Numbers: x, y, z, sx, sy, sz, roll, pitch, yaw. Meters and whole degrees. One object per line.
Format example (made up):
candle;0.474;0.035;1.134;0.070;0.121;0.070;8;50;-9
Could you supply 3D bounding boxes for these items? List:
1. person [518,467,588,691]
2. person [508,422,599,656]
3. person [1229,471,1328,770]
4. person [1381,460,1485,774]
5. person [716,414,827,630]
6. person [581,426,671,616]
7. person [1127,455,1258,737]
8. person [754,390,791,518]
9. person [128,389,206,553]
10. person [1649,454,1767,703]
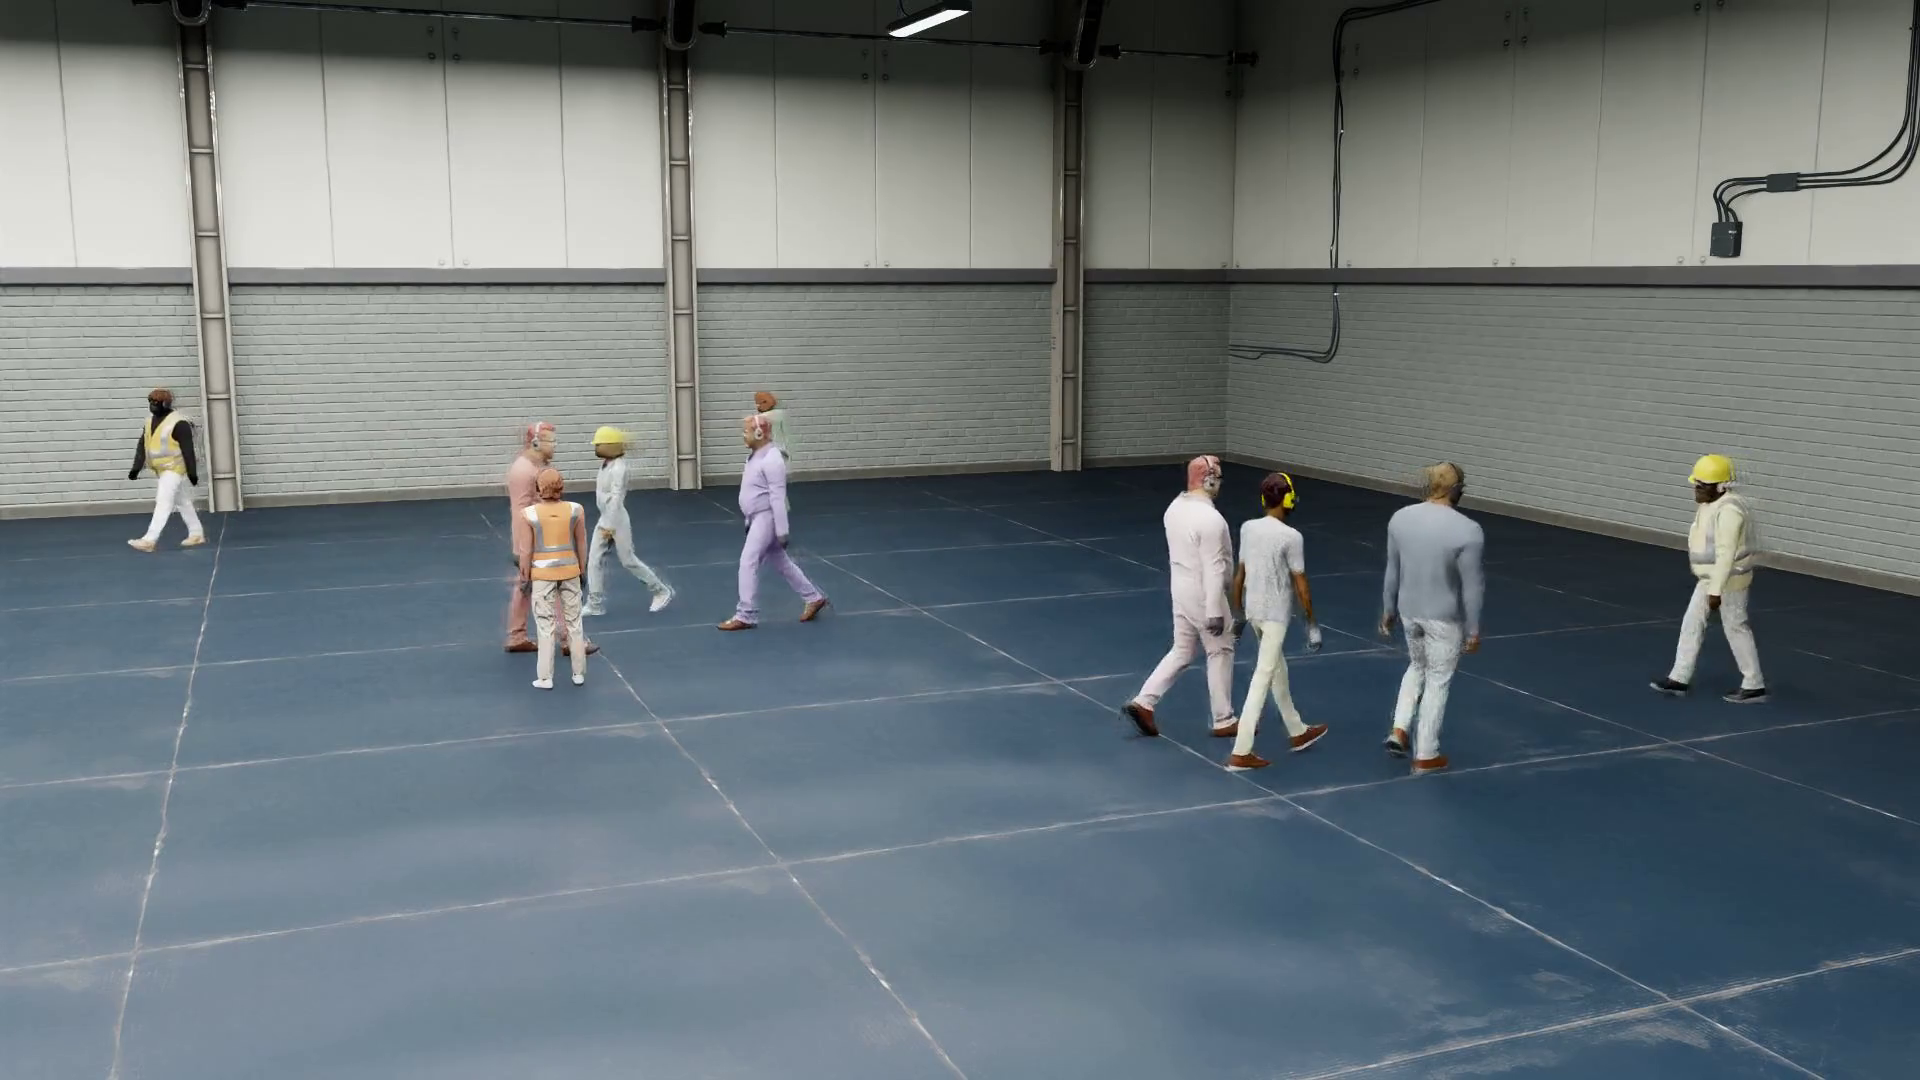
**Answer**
person;-2.973;0.283;12.190;0.514;1.642;0.310;-5;10;-30
person;-3.276;-0.006;13.255;0.679;1.886;0.710;0;9;-1
person;2.015;0.491;10.315;0.940;1.822;0.558;-5;10;-29
person;2.889;0.472;10.115;0.445;1.923;0.663;-8;12;-41
person;-1.610;-0.165;14.360;0.953;1.862;0.648;-2;9;-15
person;-3.032;-0.172;14.834;0.842;1.708;0.488;-6;11;-33
person;1.520;0.380;10.840;0.824;1.880;0.653;-3;10;-19
person;-2.361;-1.063;20.714;0.539;1.600;0.532;4;10;23
person;-8.776;-0.769;18.355;0.610;1.784;1.007;6;11;33
person;5.339;0.279;11.760;0.873;1.777;0.616;1;9;5
